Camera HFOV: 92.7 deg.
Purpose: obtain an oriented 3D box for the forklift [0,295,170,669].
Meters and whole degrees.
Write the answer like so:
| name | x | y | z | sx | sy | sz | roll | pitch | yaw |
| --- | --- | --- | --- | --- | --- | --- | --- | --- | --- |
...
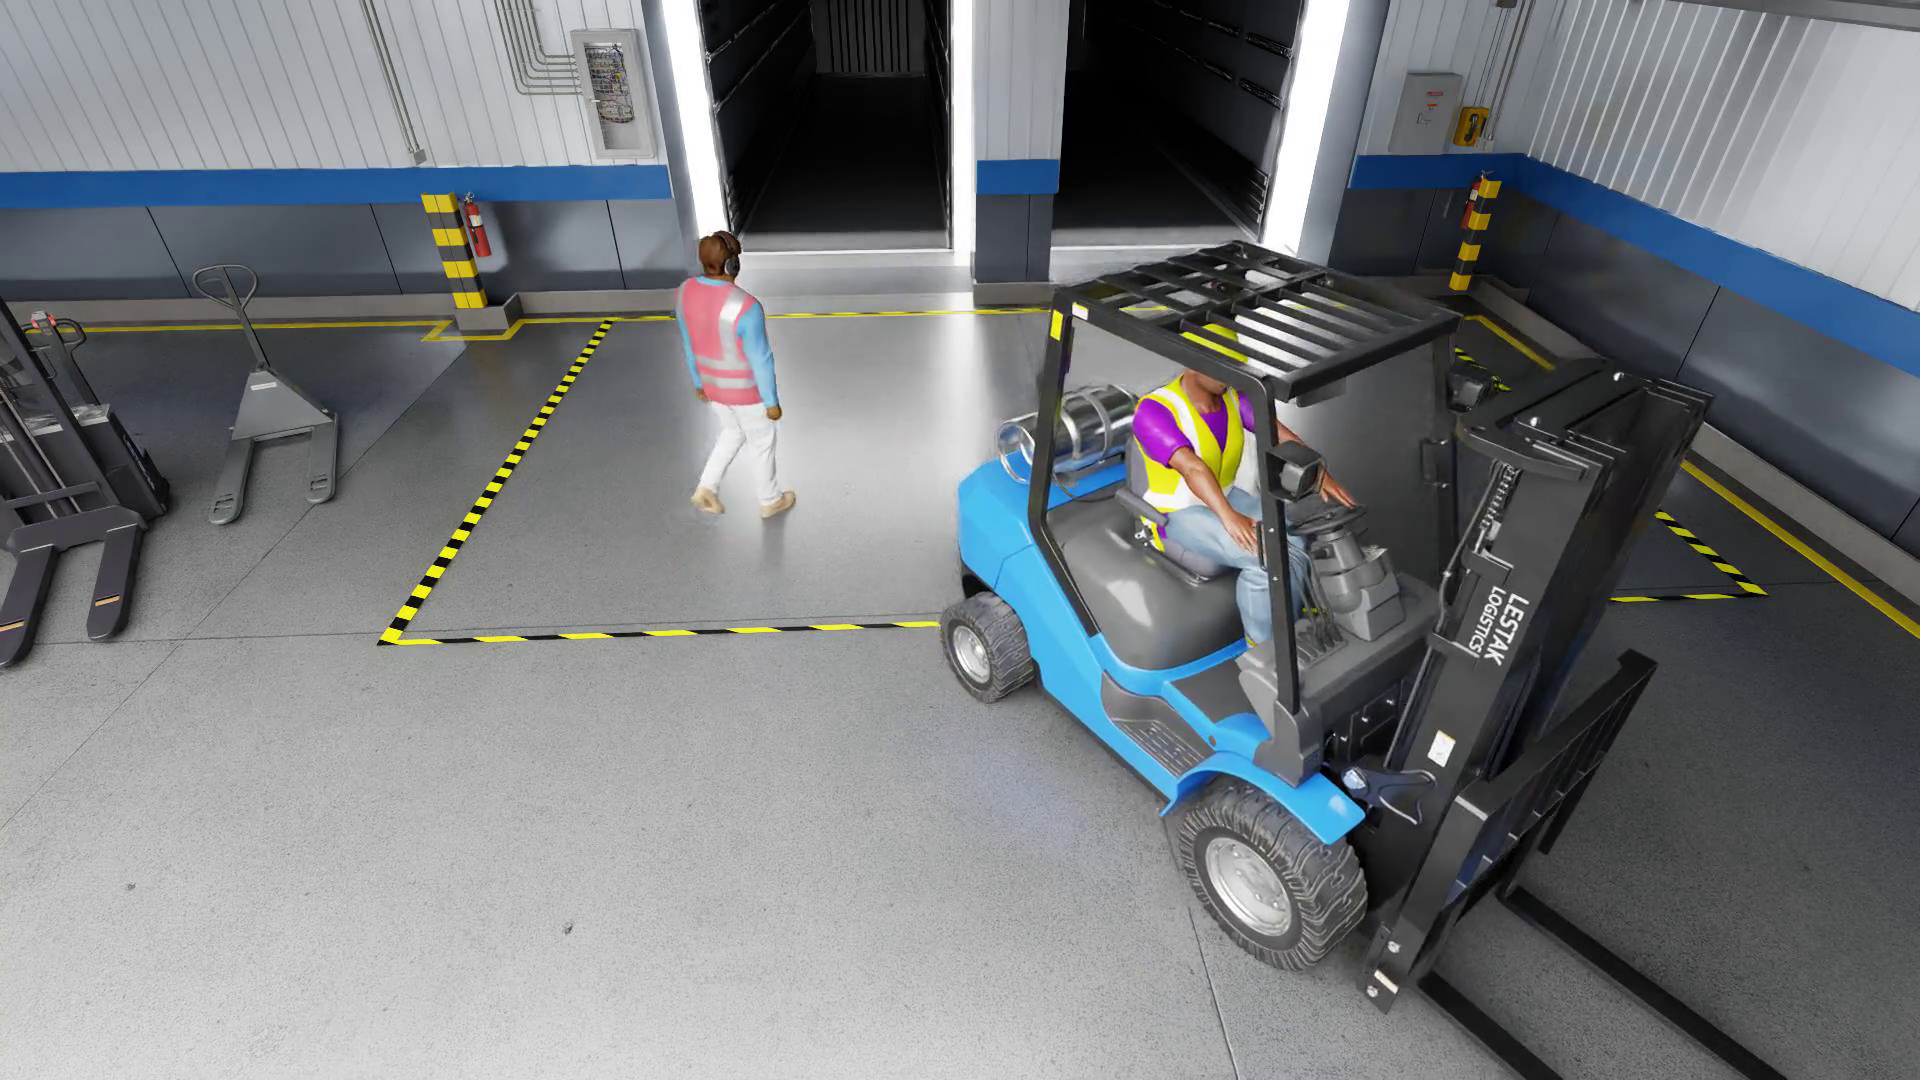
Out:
| name | x | y | z | sx | sy | sz | roll | pitch | yaw |
| --- | --- | --- | --- | --- | --- | --- | --- | --- | --- |
| forklift | -5.212 | -0.618 | 4.878 | 0.823 | 1.965 | 1.885 | -20 | 39 | -26 |

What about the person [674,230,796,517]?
| name | x | y | z | sx | sy | sz | roll | pitch | yaw |
| --- | --- | --- | --- | --- | --- | --- | --- | --- | --- |
| person | -1.350 | -0.886 | 5.413 | 0.637 | 1.822 | 0.674 | 22 | 41 | 29 |

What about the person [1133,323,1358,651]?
| name | x | y | z | sx | sy | sz | roll | pitch | yaw |
| --- | --- | --- | --- | --- | --- | --- | --- | --- | --- |
| person | 1.122 | -0.130 | 3.538 | 0.635 | 1.294 | 1.004 | -22 | 41 | -29 |

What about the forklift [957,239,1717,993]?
| name | x | y | z | sx | sy | sz | roll | pitch | yaw |
| --- | --- | --- | --- | --- | --- | --- | --- | --- | --- |
| forklift | 1.093 | -0.007 | 3.689 | 1.157 | 2.036 | 2.680 | -22 | 41 | -29 |

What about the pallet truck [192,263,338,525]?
| name | x | y | z | sx | sy | sz | roll | pitch | yaw |
| --- | --- | --- | --- | --- | --- | --- | --- | --- | --- |
| pallet truck | -4.778 | -1.027 | 6.128 | 0.680 | 1.201 | 1.601 | -17 | 38 | -23 |
